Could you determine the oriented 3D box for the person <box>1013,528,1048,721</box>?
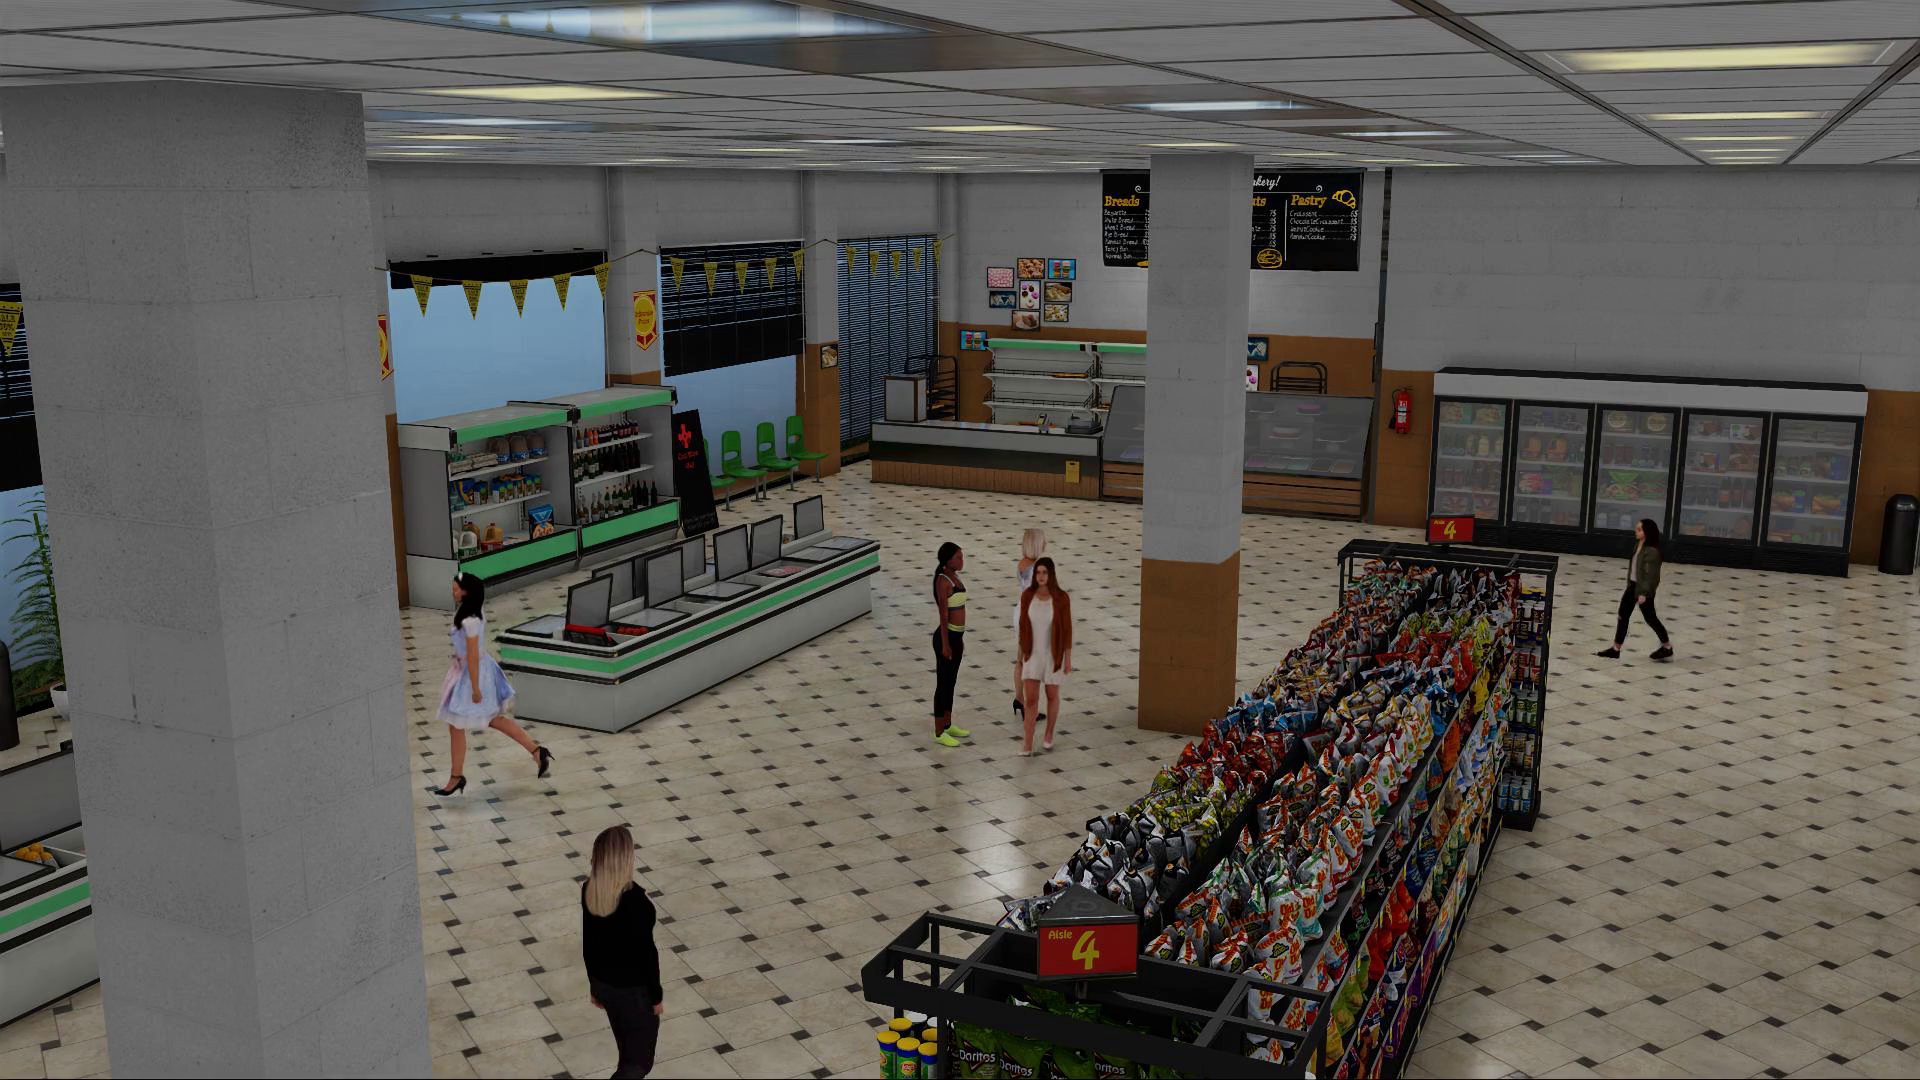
[{"bbox_3d":[0.625,0.747,14.955,0.688,1.748,0.645,-6,13,-26],"label":"person"}]

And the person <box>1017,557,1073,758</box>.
[{"bbox_3d":[0.734,0.958,14.085,0.763,1.694,0.996,3,12,13],"label":"person"}]

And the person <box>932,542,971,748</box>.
[{"bbox_3d":[-0.106,0.878,14.318,0.634,1.755,0.480,4,13,19],"label":"person"}]

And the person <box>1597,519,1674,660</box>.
[{"bbox_3d":[6.932,0.528,16.737,0.947,1.443,1.013,-1,12,-3],"label":"person"}]

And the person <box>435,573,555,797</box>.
[{"bbox_3d":[-3.681,1.142,12.977,1.131,1.789,1.178,-2,12,-10],"label":"person"}]

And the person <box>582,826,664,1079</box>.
[{"bbox_3d":[-1.689,2.235,8.068,0.741,1.673,0.988,9,15,36],"label":"person"}]
